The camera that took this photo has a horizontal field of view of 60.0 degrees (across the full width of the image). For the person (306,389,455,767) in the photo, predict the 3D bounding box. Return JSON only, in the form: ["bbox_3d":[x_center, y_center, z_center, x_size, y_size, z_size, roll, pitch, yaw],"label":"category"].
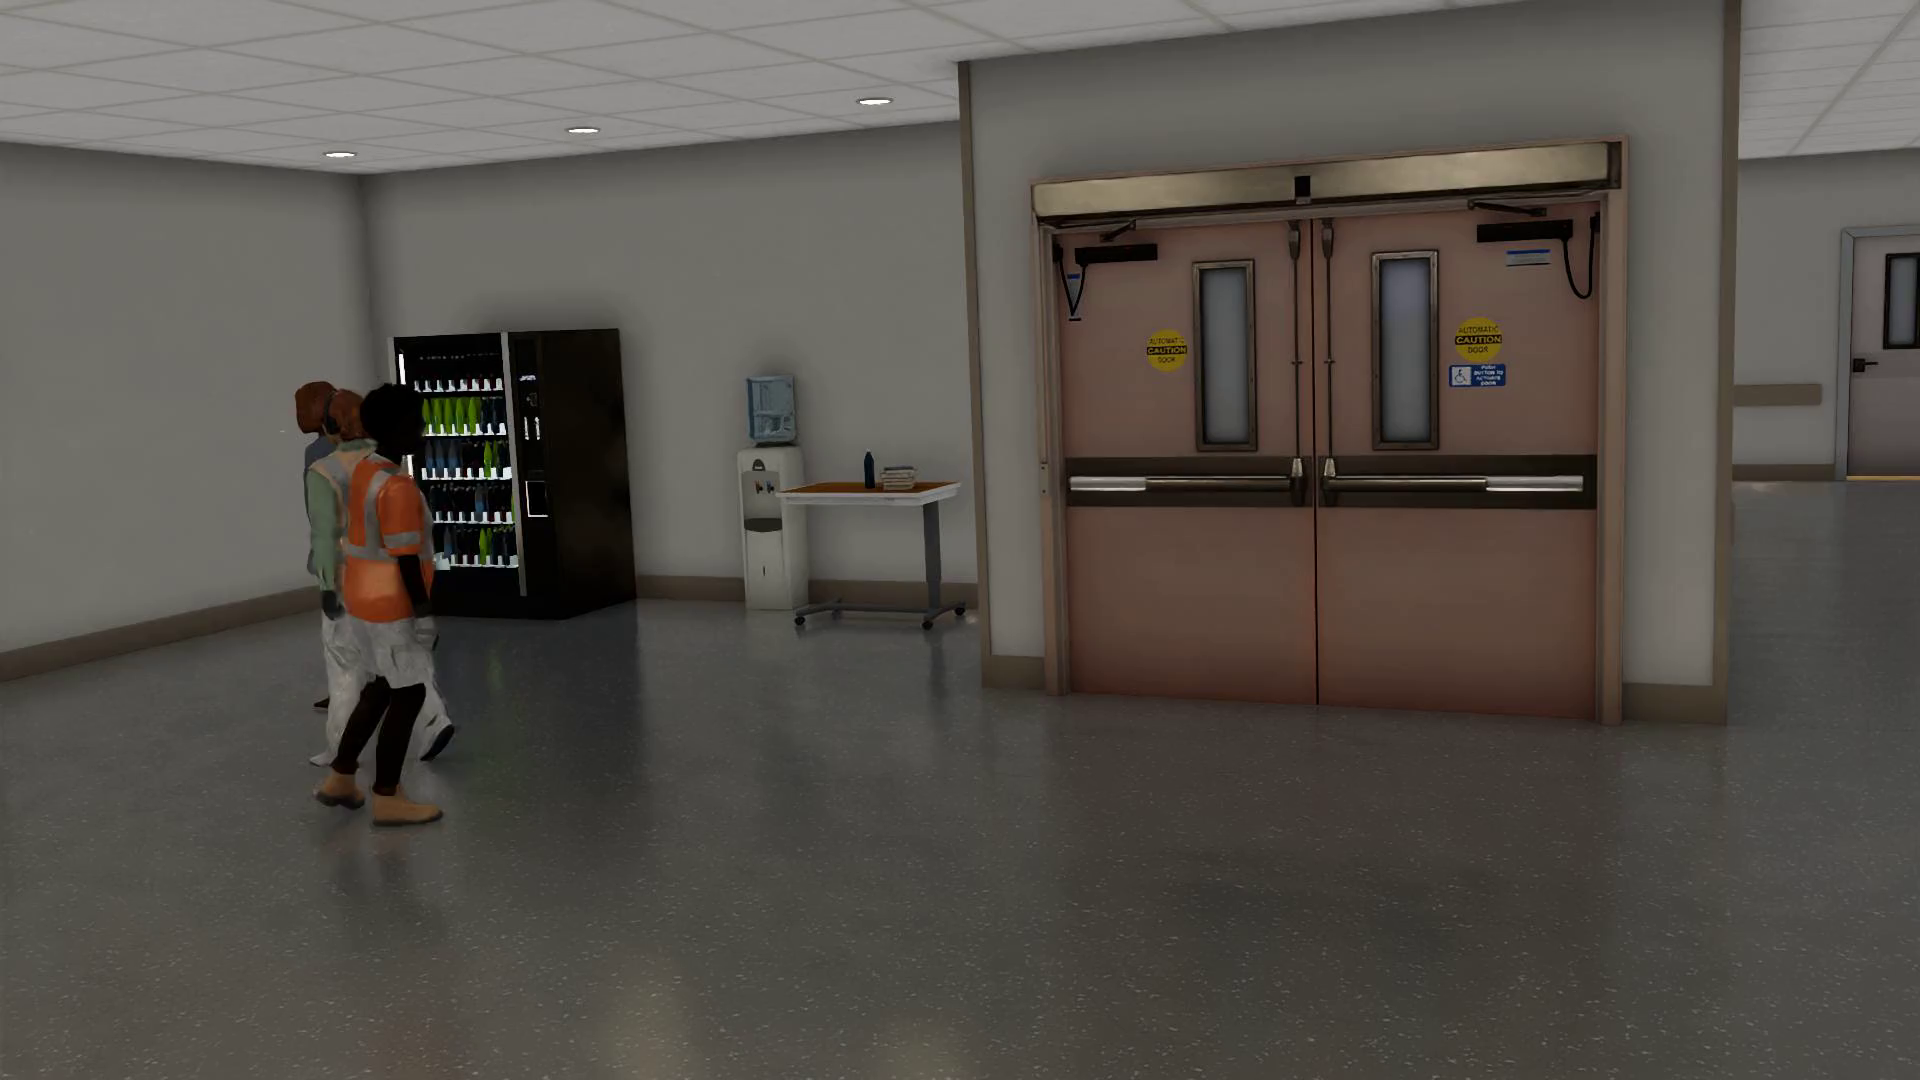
[{"bbox_3d":[-2.504,0.169,7.055,0.589,1.622,0.528,2,9,30],"label":"person"}]

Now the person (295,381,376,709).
[{"bbox_3d":[-3.122,0.024,8.321,0.285,1.632,0.498,-2,7,1],"label":"person"}]

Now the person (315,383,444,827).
[{"bbox_3d":[-2.165,0.253,6.156,0.441,1.660,0.633,-7,9,-33],"label":"person"}]
